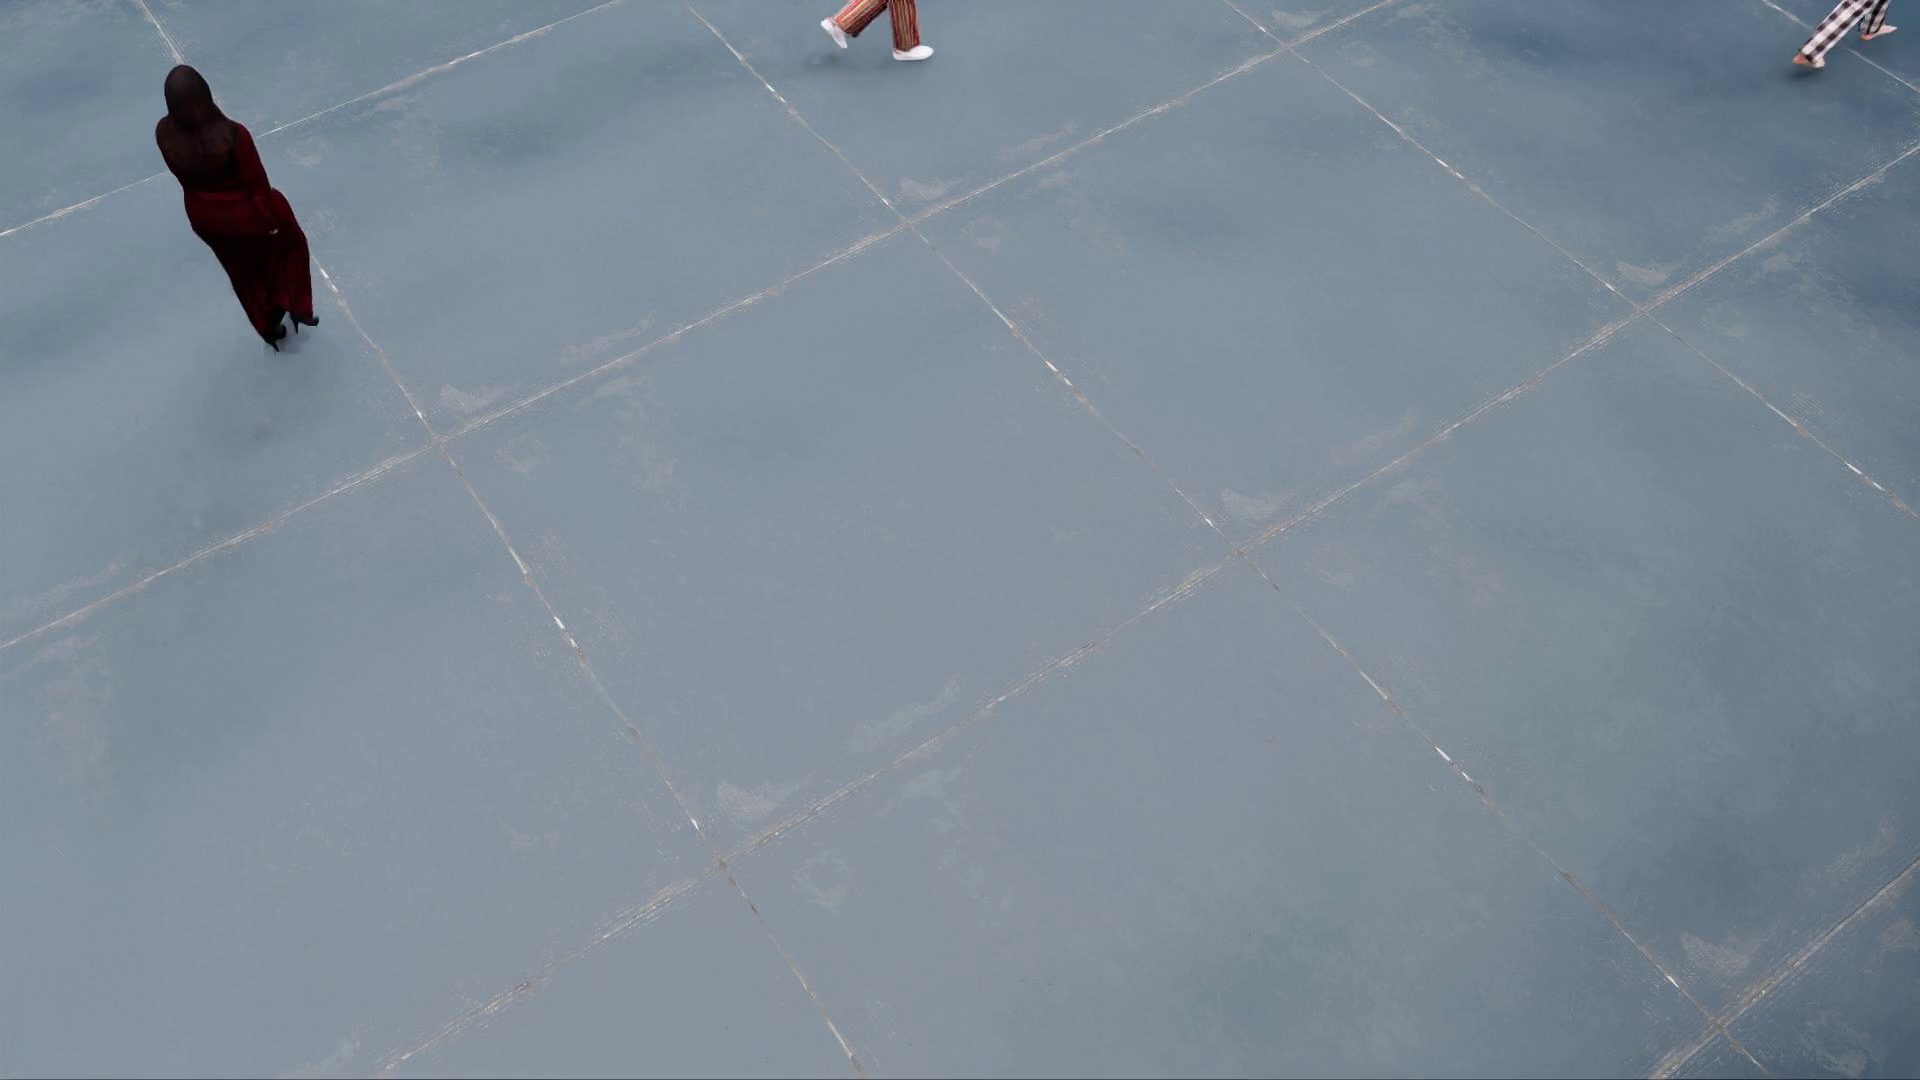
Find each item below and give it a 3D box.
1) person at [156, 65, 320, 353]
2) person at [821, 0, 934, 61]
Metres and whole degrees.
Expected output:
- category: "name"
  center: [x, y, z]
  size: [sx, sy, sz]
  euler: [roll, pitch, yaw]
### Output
- category: "person"
  center: [-3.747, -1.612, 8.556]
  size: [0.792, 1.746, 0.831]
  euler: [-1, 52, -1]
- category: "person"
  center: [-0.536, -3.610, 10.231]
  size: [0.907, 1.544, 0.958]
  euler: [-3, 52, -2]
